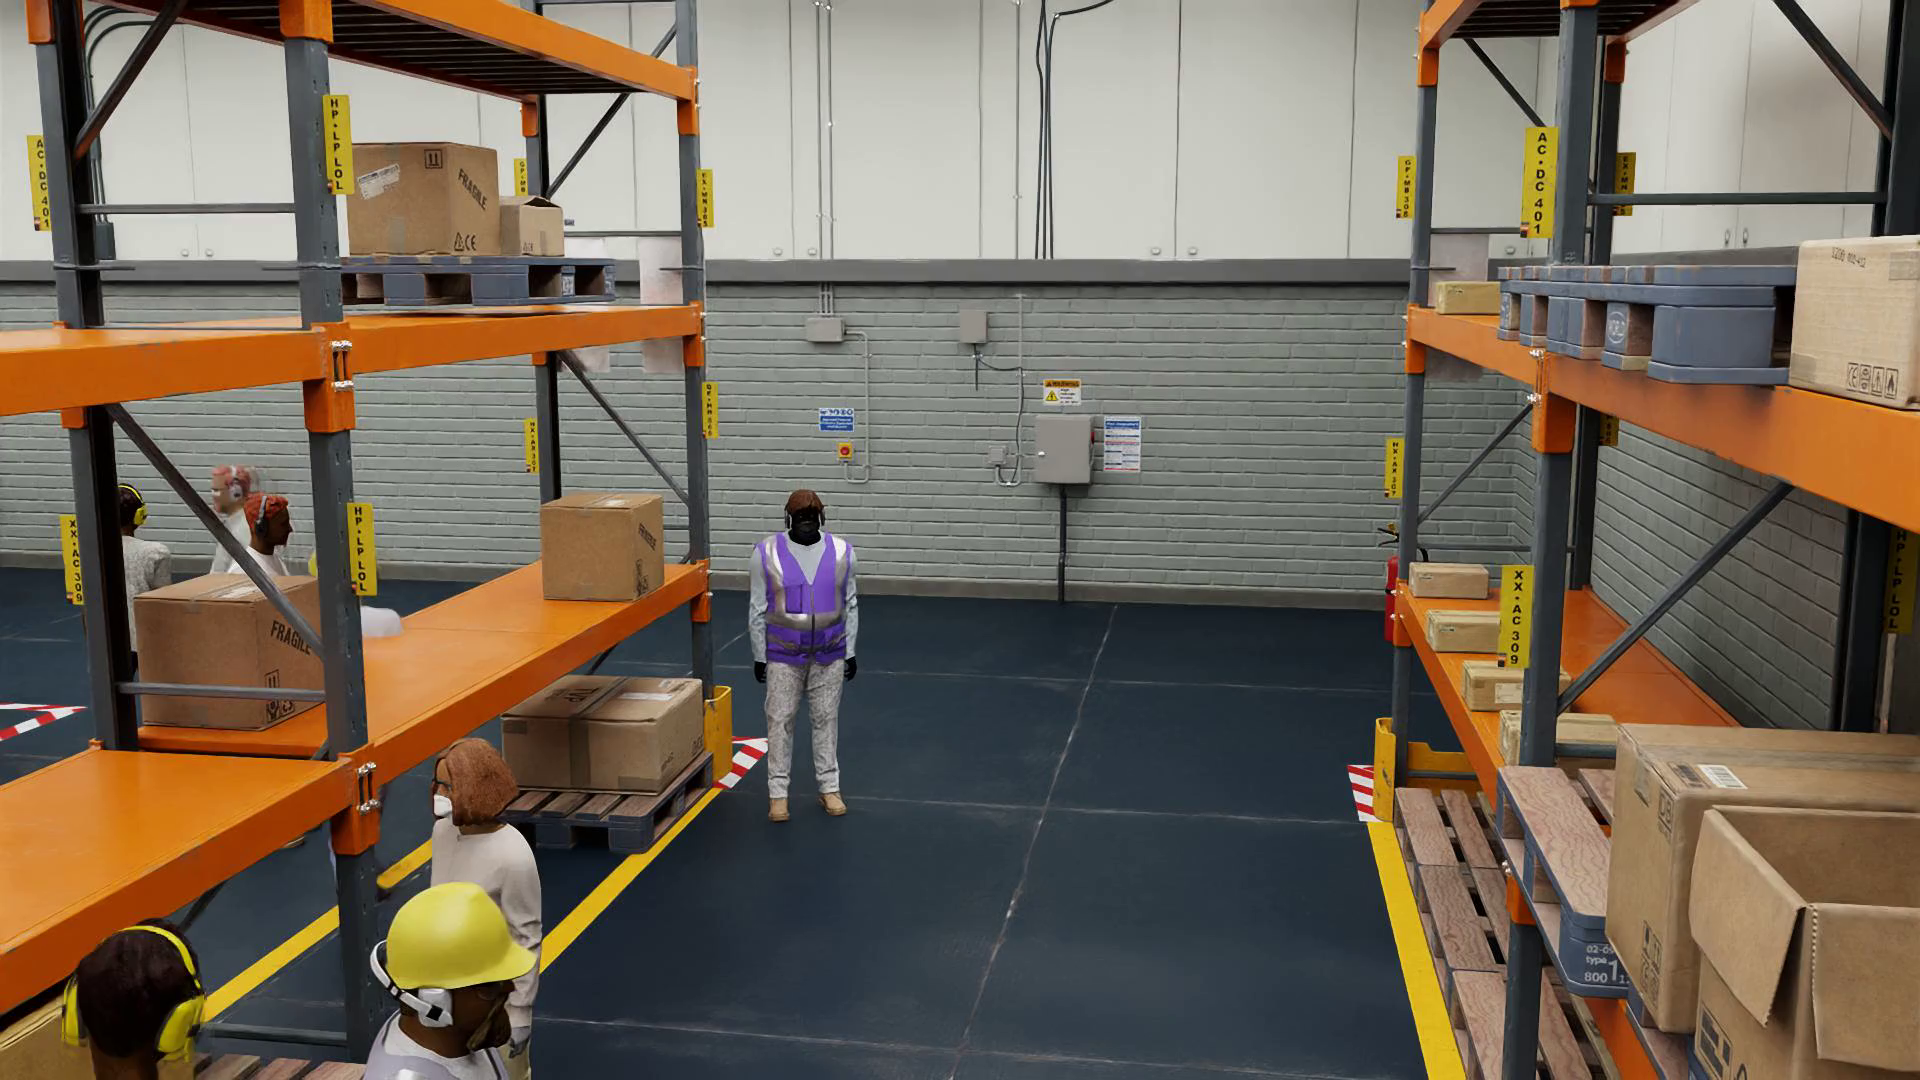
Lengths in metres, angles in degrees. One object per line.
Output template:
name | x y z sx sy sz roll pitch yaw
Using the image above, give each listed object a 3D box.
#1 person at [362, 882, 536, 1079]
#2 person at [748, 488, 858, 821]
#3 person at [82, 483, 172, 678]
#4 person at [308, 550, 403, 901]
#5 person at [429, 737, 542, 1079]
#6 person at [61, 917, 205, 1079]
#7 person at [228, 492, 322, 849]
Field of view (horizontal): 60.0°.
person | -1.034 1.580 3.429 0.403 1.828 0.597 -2 9 -11
person | -0.854 0.630 9.226 0.626 1.844 0.429 -3 10 -17
person | -4.573 0.615 9.228 0.511 1.872 0.328 -2 9 -13
person | -2.894 0.897 7.970 0.547 1.733 0.325 1 9 9
person | -1.471 1.401 5.108 0.498 1.634 0.281 7 12 39
person | -1.514 1.623 3.091 0.540 1.844 0.427 -5 11 -30
person | -3.648 0.684 8.783 0.359 1.880 0.575 -1 9 -5
